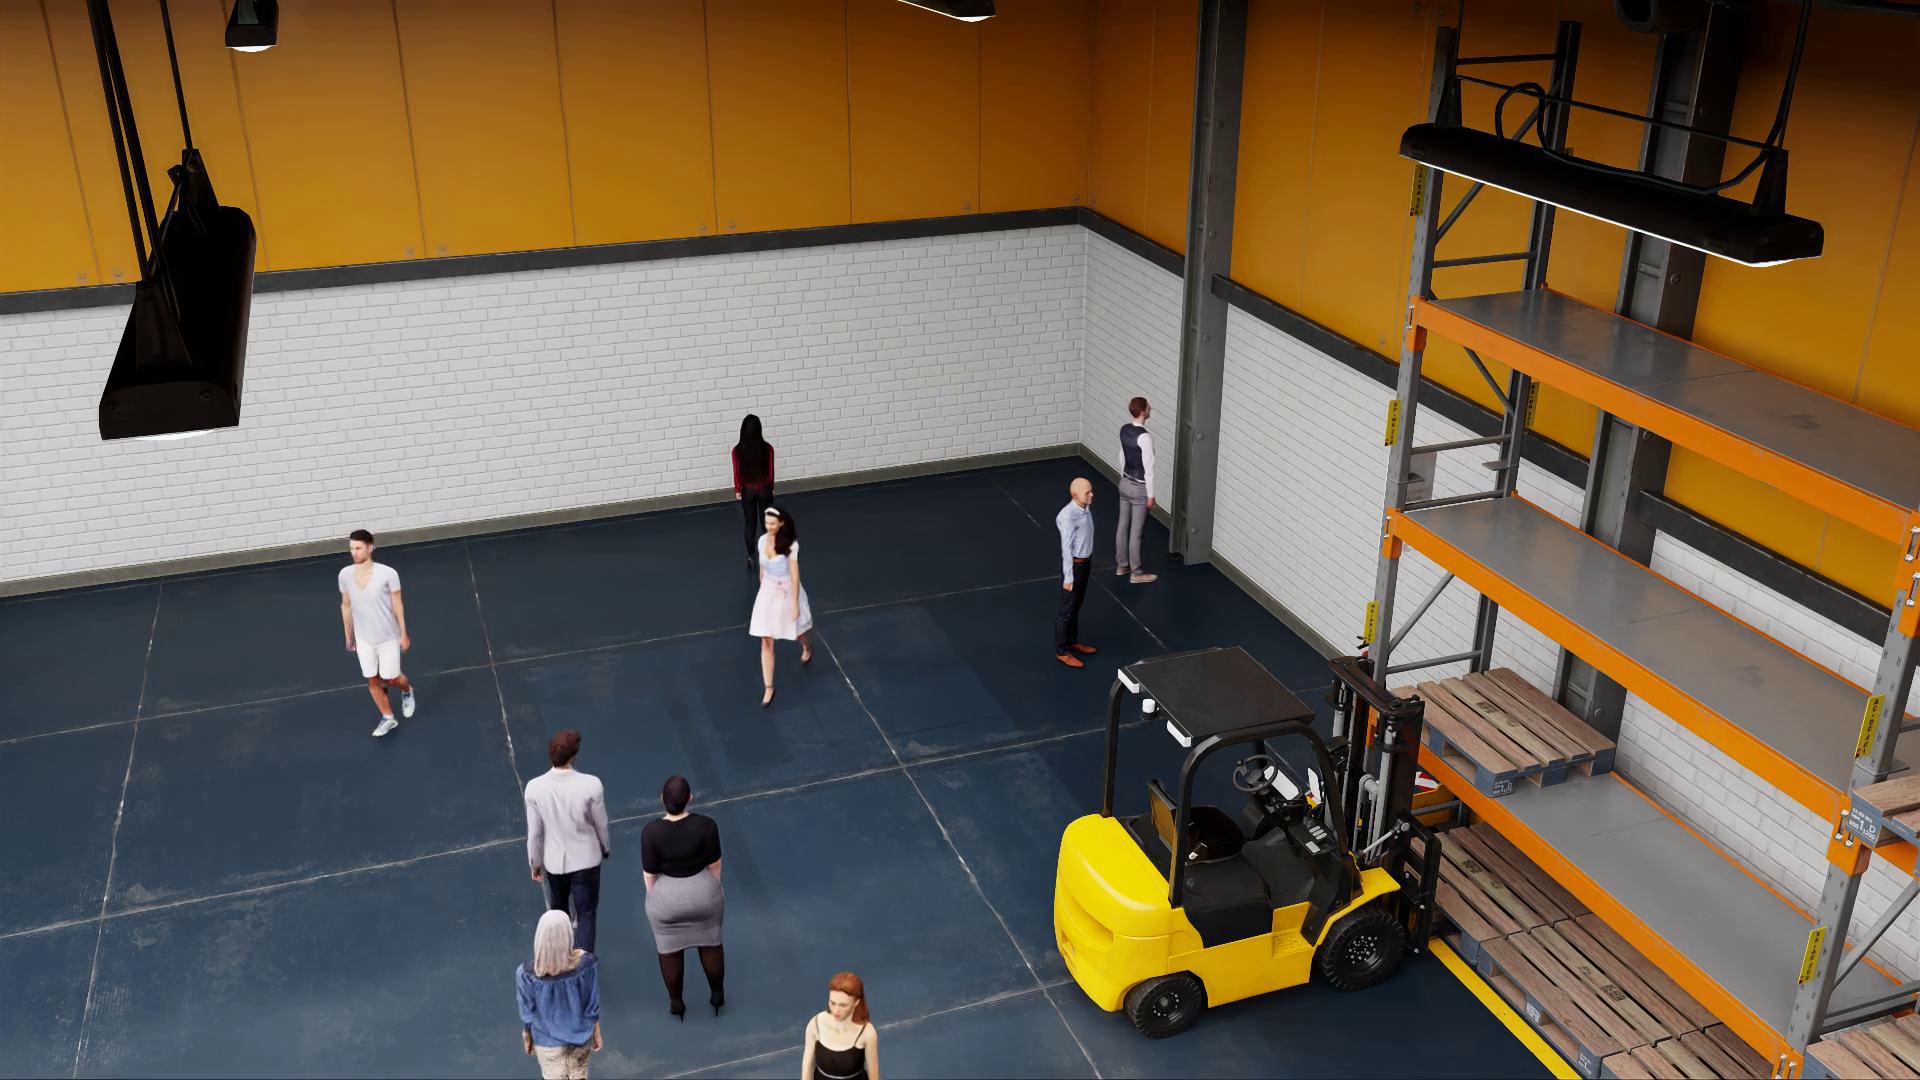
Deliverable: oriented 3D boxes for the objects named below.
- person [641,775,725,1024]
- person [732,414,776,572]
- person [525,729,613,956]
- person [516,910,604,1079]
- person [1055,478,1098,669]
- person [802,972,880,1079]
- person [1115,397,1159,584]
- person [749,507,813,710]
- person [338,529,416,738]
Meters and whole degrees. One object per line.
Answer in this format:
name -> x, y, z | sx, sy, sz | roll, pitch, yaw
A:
person -> -1.745, 2.284, 10.565 | 0.693, 1.759, 0.662 | -5, 24, -10
person -> -2.076, -0.483, 17.028 | 0.617, 1.651, 0.572 | -4, 24, -8
person -> -2.535, 2.129, 10.854 | 0.968, 1.812, 1.258 | 0, 24, -1
person -> -2.219, 2.868, 9.352 | 0.621, 1.661, 1.086 | -9, 25, -20
person -> 1.058, 0.262, 15.154 | 0.775, 1.789, 0.719 | 11, 26, 24
person -> -0.623, 3.006, 9.119 | 0.953, 1.594, 1.106 | 7, 25, 15
person -> 1.767, -0.526, 16.772 | 0.743, 1.937, 0.548 | -12, 26, -25
person -> -1.512, 0.531, 14.553 | 1.129, 1.777, 1.227 | 9, 25, 19
person -> -4.857, 0.744, 13.986 | 0.875, 1.841, 0.940 | 3, 24, 7
